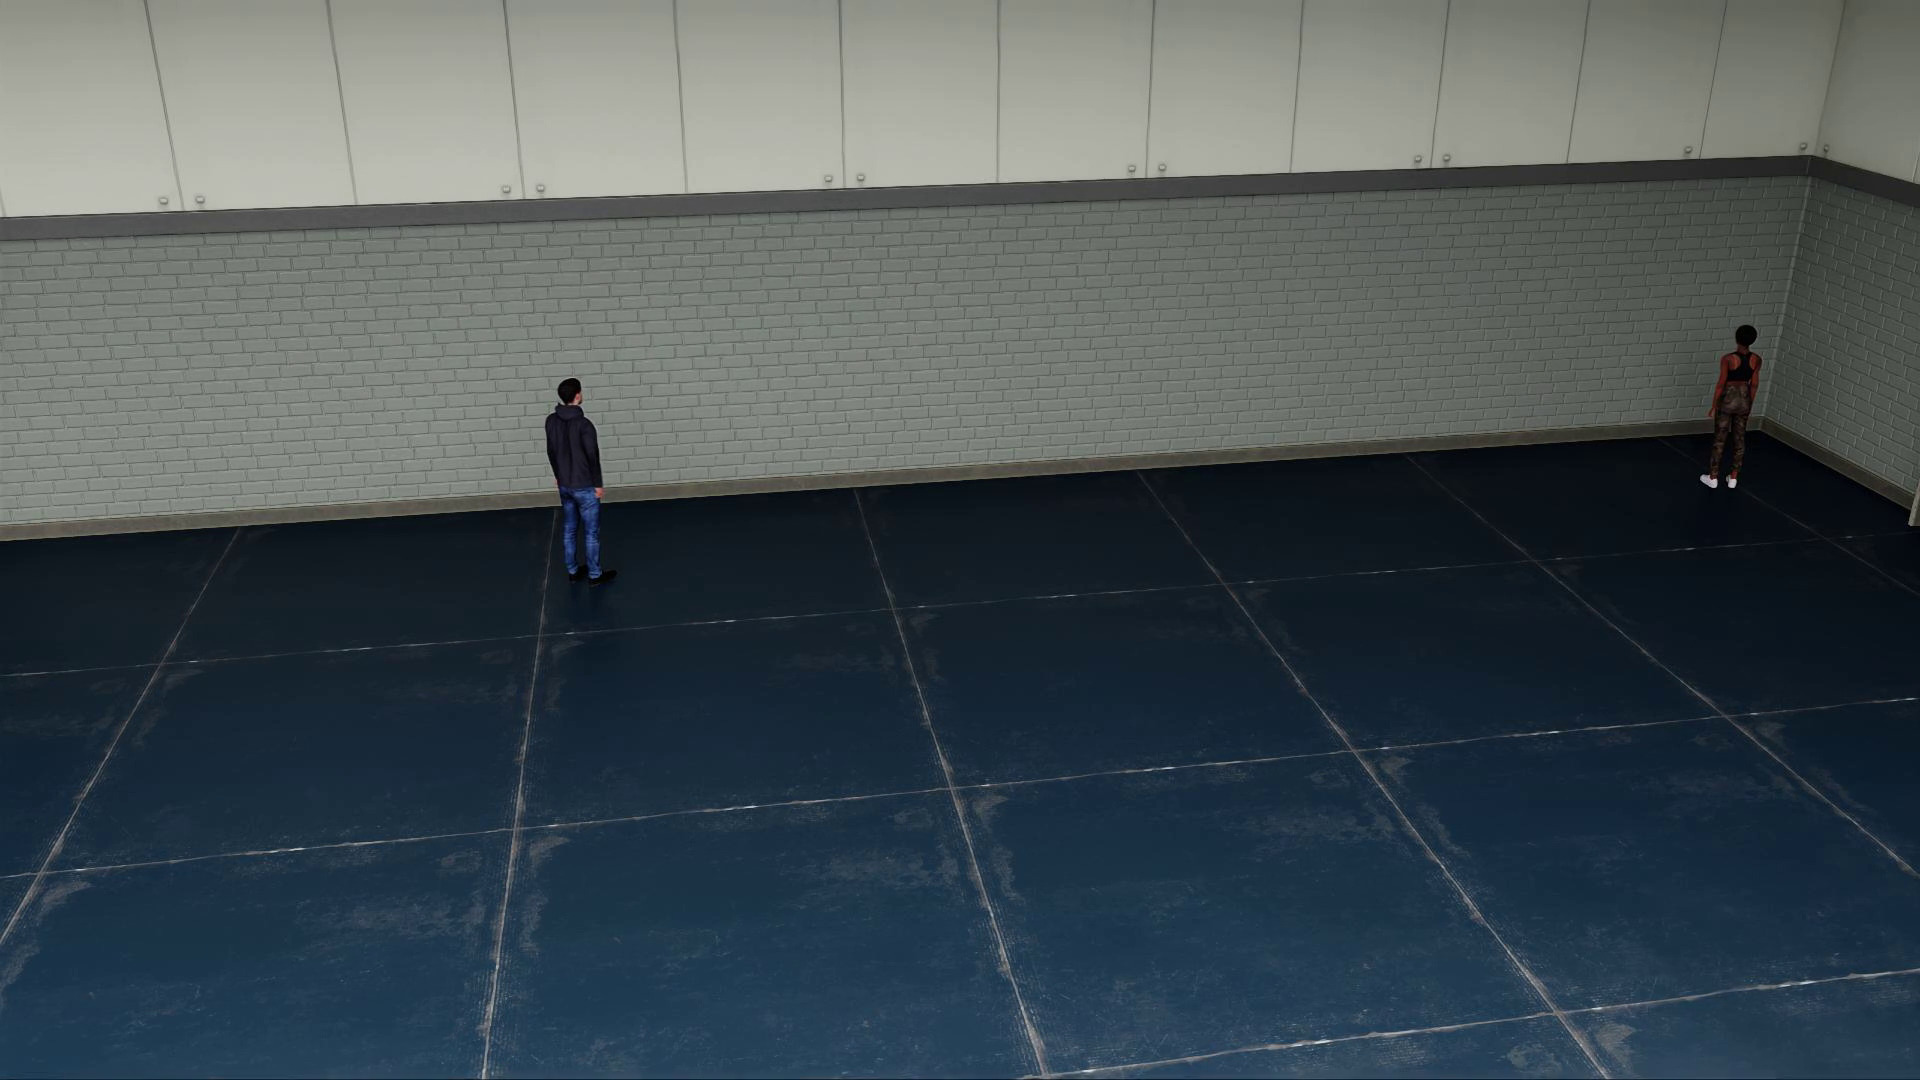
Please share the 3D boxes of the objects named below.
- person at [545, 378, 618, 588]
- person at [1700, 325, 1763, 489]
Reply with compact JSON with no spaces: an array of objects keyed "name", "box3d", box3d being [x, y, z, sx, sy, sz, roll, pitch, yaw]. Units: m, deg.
[{"name":"person","box3d":[-3.372,-0.504,14.629,0.760,1.894,0.782,11,25,24]},{"name":"person","box3d":[7.854,-1.364,16.900,0.620,1.699,0.577,1,23,2]}]
